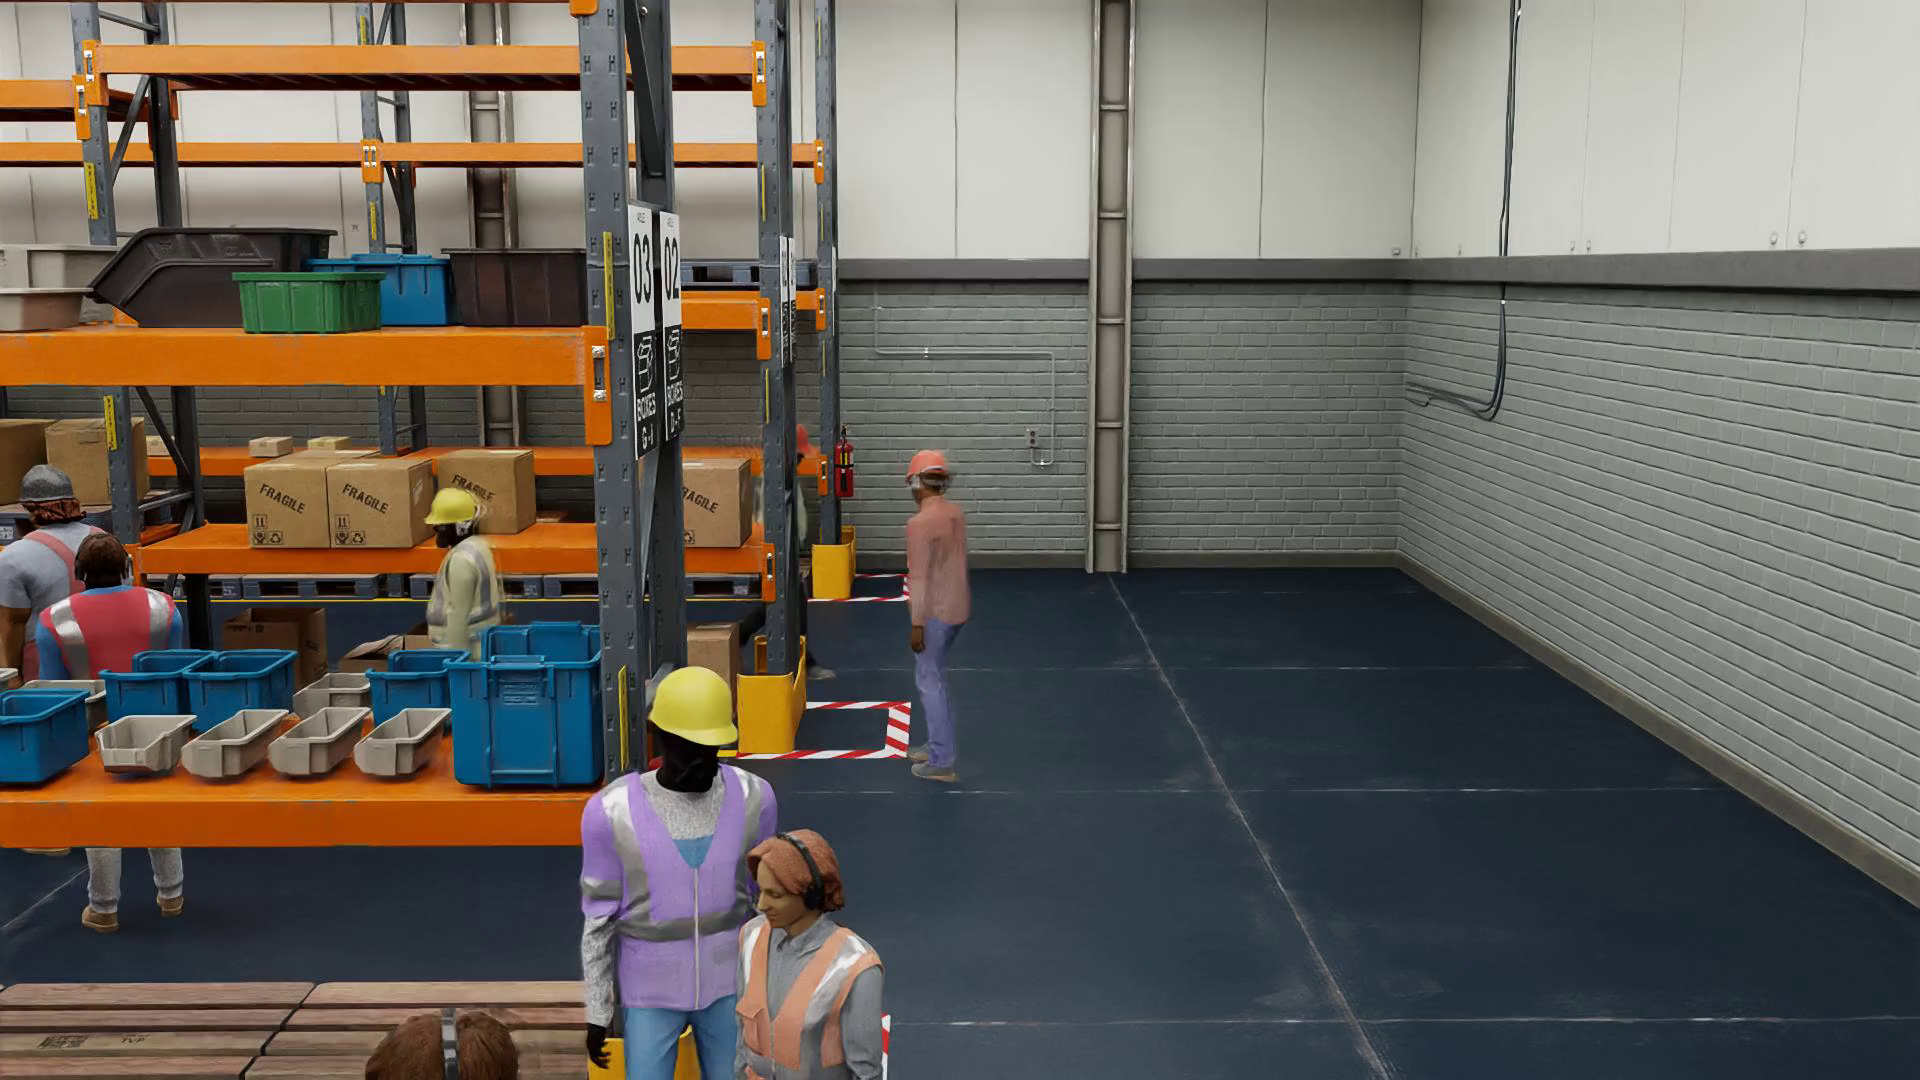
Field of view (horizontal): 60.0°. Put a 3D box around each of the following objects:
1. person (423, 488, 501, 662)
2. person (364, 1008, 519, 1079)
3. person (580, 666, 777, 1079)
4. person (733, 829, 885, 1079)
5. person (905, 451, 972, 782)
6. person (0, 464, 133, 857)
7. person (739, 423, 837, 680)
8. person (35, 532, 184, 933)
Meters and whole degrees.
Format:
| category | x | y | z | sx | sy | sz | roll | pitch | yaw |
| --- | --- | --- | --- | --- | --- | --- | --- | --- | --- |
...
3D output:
| category | x | y | z | sx | sy | sz | roll | pitch | yaw |
| --- | --- | --- | --- | --- | --- | --- | --- | --- | --- |
| person | -2.748 | 0.590 | 9.497 | 0.629 | 1.815 | 0.619 | -1 | 9 | -9 |
| person | -0.785 | 1.662 | 2.896 | 0.698 | 1.826 | 0.638 | -3 | 10 | -16 |
| person | -0.796 | 1.300 | 4.868 | 0.603 | 1.920 | 0.399 | -4 | 10 | -24 |
| person | -0.388 | 1.531 | 4.294 | 0.524 | 1.631 | 0.316 | 8 | 12 | 41 |
| person | -0.151 | 0.444 | 10.013 | 0.479 | 1.951 | 0.626 | 4 | 10 | 25 |
| person | -4.716 | 0.605 | 8.715 | 0.535 | 2.000 | 0.679 | 5 | 10 | 27 |
| person | -1.364 | 0.093 | 12.183 | 0.819 | 1.946 | 0.656 | 0 | 9 | 0 |
| person | -3.884 | 0.877 | 7.658 | 0.622 | 1.845 | 0.429 | -8 | 12 | -39 |
